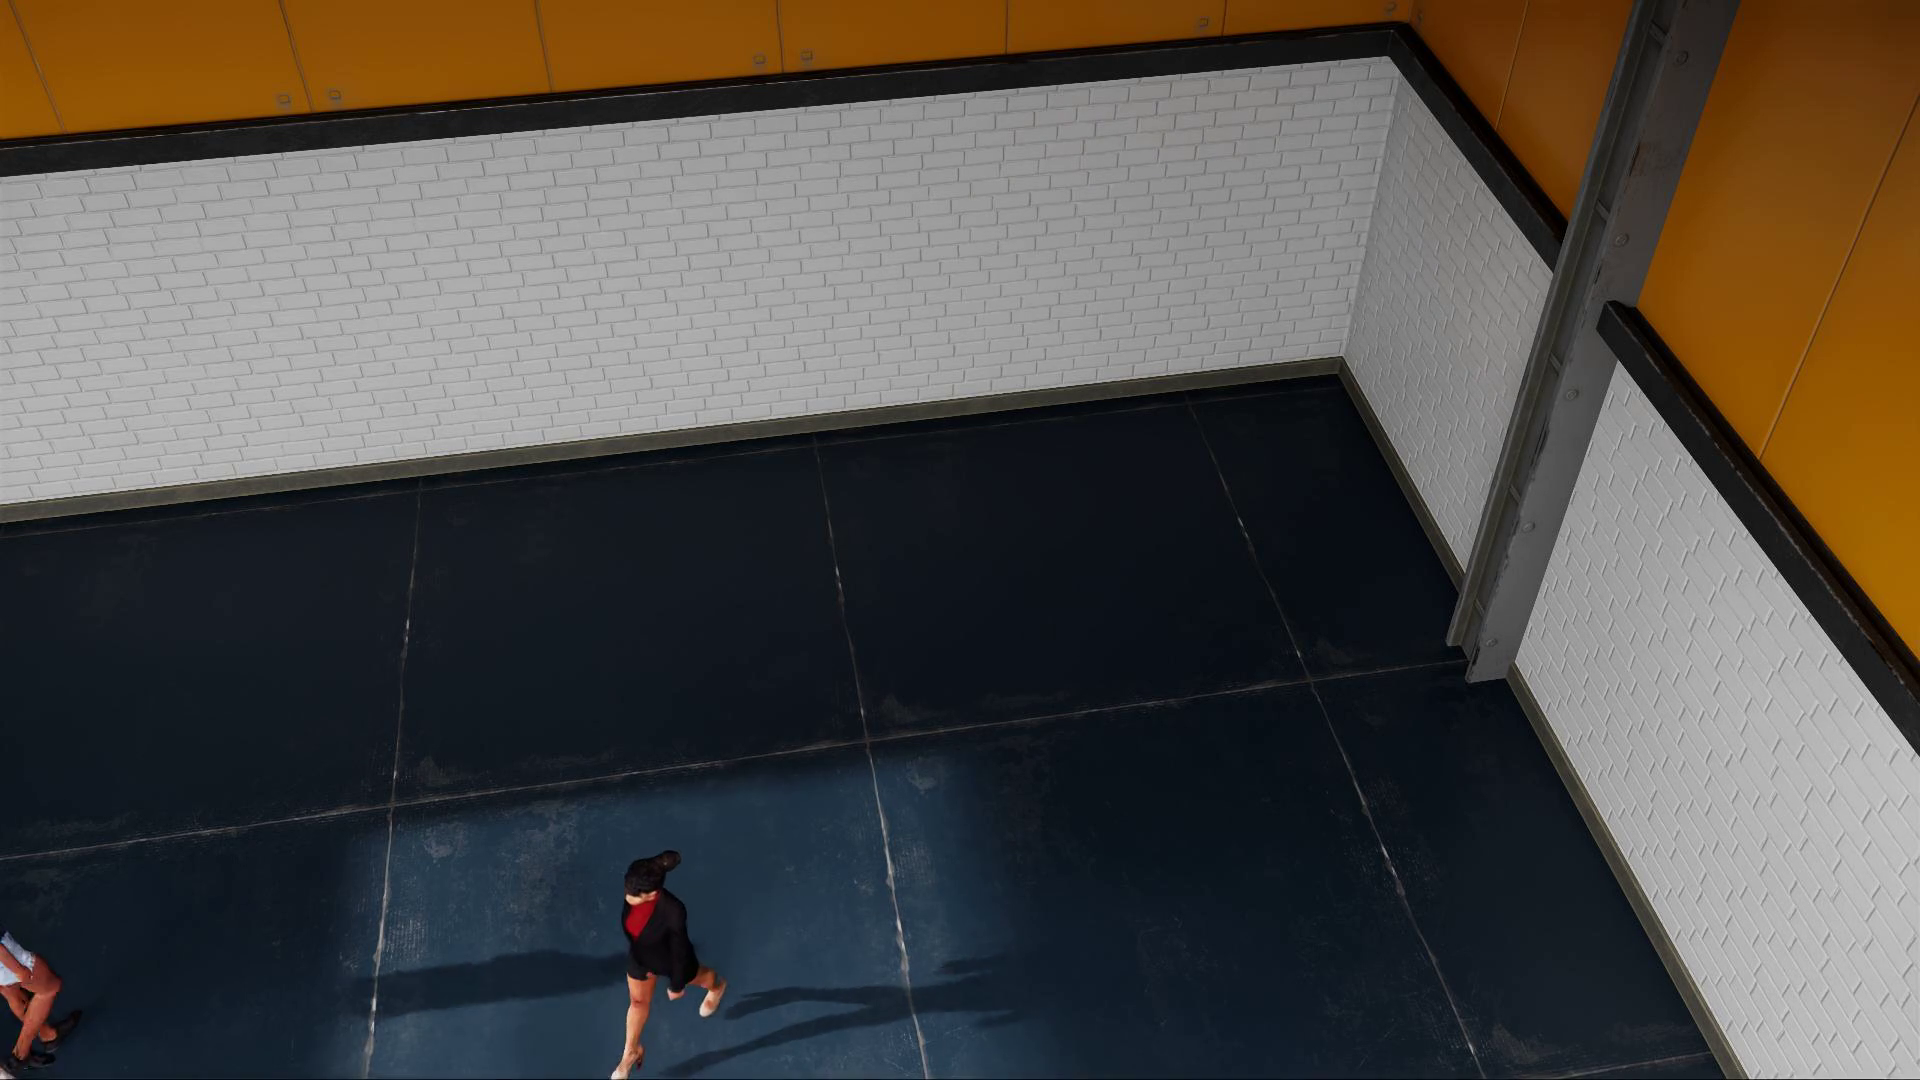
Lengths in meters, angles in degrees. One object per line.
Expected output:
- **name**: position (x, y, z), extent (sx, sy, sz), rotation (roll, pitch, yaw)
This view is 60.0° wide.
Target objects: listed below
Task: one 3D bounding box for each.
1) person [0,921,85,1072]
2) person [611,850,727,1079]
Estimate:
- **person**: position (-5.034, 2.224, 8.557), extent (0.788, 1.735, 0.857), rotation (20, 47, 20)
- **person**: position (-1.492, 2.156, 8.733), extent (1.020, 1.592, 1.055), rotation (28, 50, 27)
